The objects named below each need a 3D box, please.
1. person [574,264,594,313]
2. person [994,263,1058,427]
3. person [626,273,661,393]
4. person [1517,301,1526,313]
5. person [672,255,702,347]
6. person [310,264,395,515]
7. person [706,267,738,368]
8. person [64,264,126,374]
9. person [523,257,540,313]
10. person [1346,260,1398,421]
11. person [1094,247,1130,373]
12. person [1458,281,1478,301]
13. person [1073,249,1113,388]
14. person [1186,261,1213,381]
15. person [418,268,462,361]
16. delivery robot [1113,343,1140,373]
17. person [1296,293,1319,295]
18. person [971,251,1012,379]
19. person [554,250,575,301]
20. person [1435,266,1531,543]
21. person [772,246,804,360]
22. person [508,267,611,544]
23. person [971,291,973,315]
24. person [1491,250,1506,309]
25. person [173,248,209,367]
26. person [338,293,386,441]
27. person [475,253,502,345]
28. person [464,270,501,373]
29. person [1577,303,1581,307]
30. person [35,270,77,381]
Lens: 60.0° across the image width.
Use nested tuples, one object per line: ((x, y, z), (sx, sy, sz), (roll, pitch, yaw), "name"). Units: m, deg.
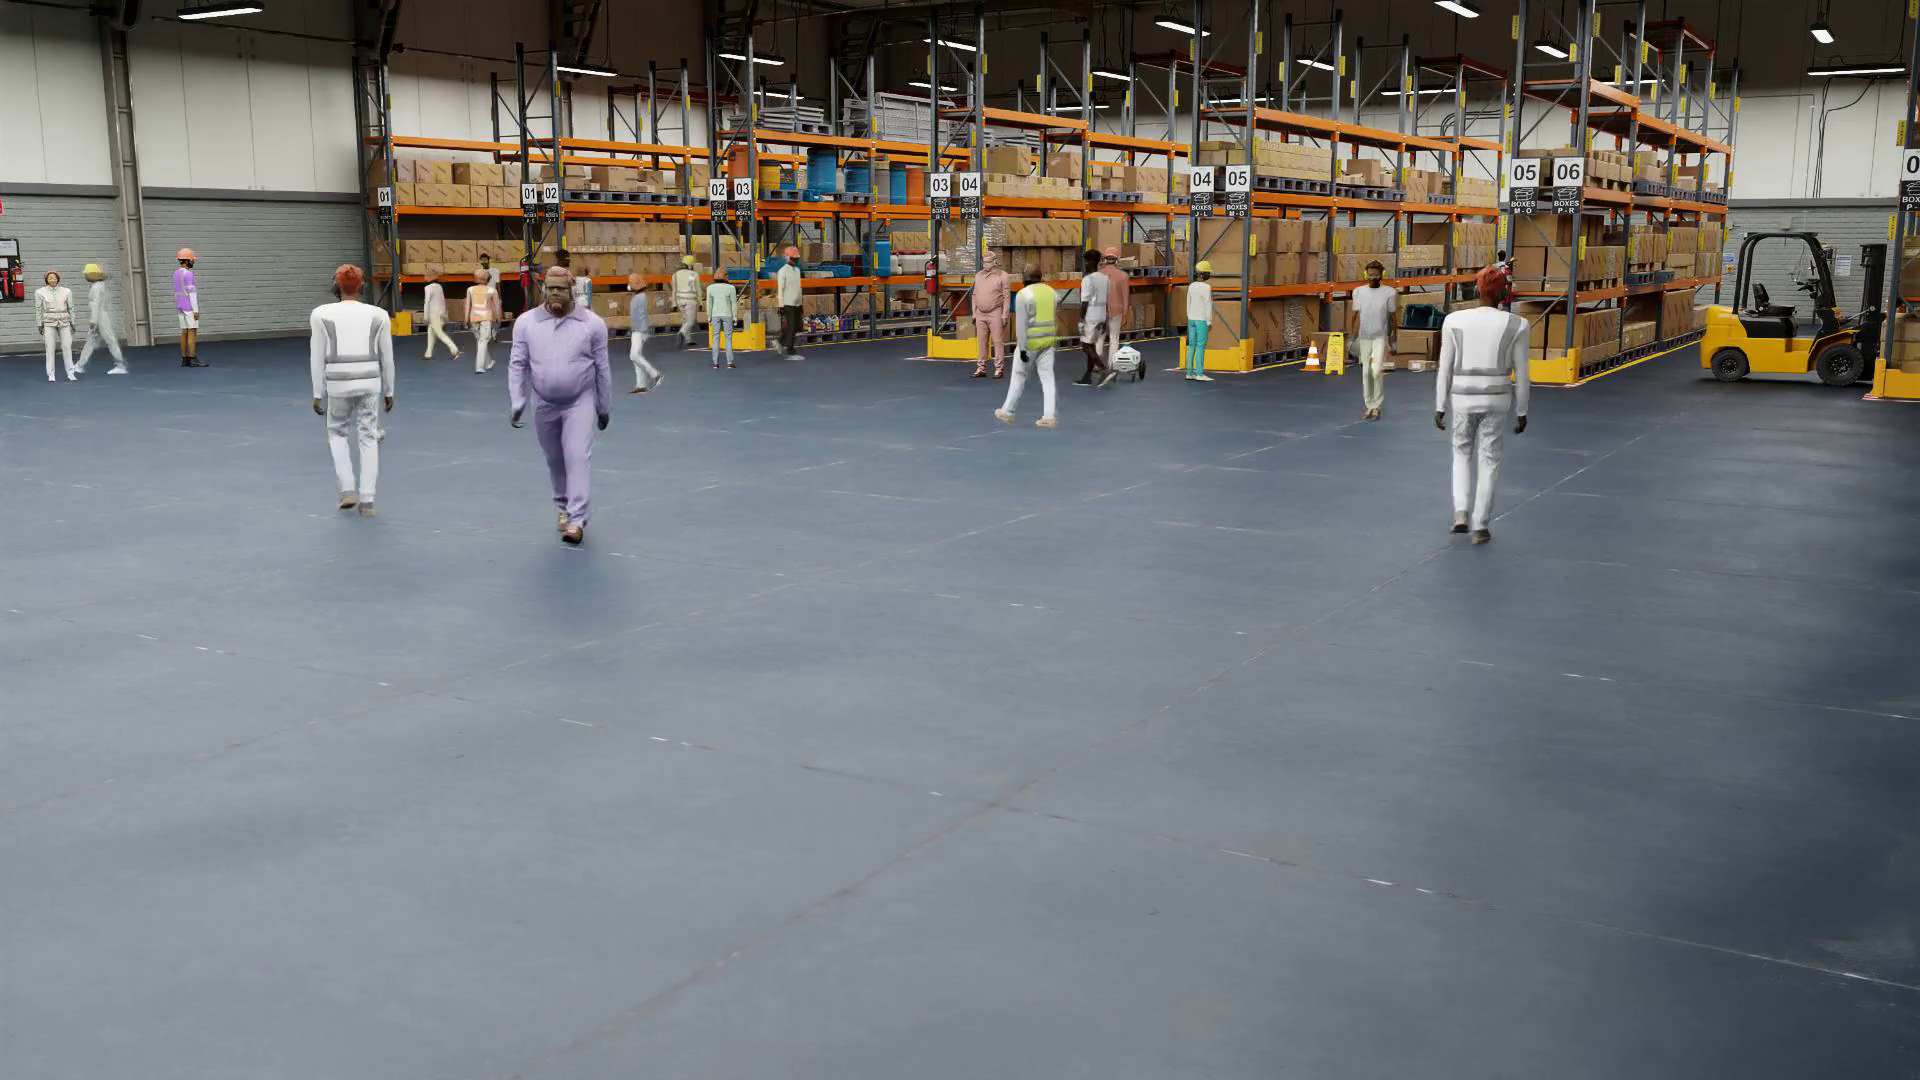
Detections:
((-7.599, -4.762, 33.604), (0.524, 1.594, 0.859), (6, 12, 31), "person")
((0.754, -2.169, 18.504), (0.625, 1.798, 0.924), (-8, 13, -36), "person")
((-4.322, -2.777, 22.418), (0.398, 1.616, 0.517), (-5, 11, -24), "person")
((14.501, -6.554, 42.686), (0.354, 1.937, 0.635), (5, 11, 24), "person")
((-5.328, -4.627, 32.278), (0.595, 1.803, 0.720), (4, 11, 23), "person")
((-4.546, -1.124, 12.474), (0.602, 1.862, 0.561), (-5, 11, -27), "person")
((-3.852, -3.595, 26.966), (0.507, 1.633, 0.276), (1, 10, 7), "person")
((-13.401, -3.405, 25.693), (0.873, 1.693, 0.508), (-5, 11, -28), "person")
((-9.400, -5.336, 36.441), (0.524, 1.728, 0.872), (7, 13, 36), "person")
((4.725, -2.286, 19.101), (0.503, 1.830, 0.728), (6, 12, 28), "person")
((2.265, -3.461, 25.285), (0.622, 1.965, 0.646), (3, 10, 14), "person")
((13.020, -6.591, 42.606), (0.536, 2.000, 0.688), (9, 14, 41), "person")
((1.883, -3.124, 23.448), (0.667, 1.957, 0.646), (7, 13, 36), "person")
((3.552, -3.226, 24.527), (0.326, 1.767, 0.533), (-5, 11, -27), "person")
((-8.974, -3.867, 28.599), (0.806, 1.602, 0.509), (2, 10, 9), "person")
((2.457, -2.665, 24.515), (0.477, 0.478, 0.707), (2, 10, 12), "delivery robot")
((7.592, -5.546, 36.785), (0.648, 2.023, 0.585), (4, 11, 23), "person")
((0.446, -3.373, 24.977), (0.639, 1.902, 0.407), (6, 12, 31), "person")
((-7.351, -4.468, 31.114), (0.644, 1.894, 0.614), (1, 10, 5), "person")
((3.547, -0.910, 11.268), (0.600, 1.864, 0.434), (5, 11, 25), "person")
((-2.992, -4.101, 28.837), (0.598, 1.972, 0.633), (4, 11, 24), "person")
((-2.739, -0.927, 11.411), (0.649, 1.861, 0.982), (0, 10, -2), "person")
((0.471, -4.833, 33.765), (0.539, 1.678, 0.648), (5, 11, 24), "person")
((12.842, -5.944, 39.500), (0.514, 1.860, 0.325), (3, 11, 17), "person")
((-12.616, -3.795, 27.232), (0.552, 1.937, 0.356), (8, 13, 39), "person")
((-6.121, -1.771, 16.704), (0.536, 1.648, 0.861), (1, 10, 4), "person")
((-9.428, -4.828, 33.311), (0.518, 1.842, 0.833), (-2, 10, -13), "person")
((-7.461, -3.426, 26.122), (0.530, 1.584, 0.872), (2, 10, 10), "person")
((13.496, -5.426, 36.726), (0.584, 1.811, 0.883), (2, 10, 13), "person")
((-13.298, -3.148, 24.471), (0.516, 1.635, 0.312), (-8, 13, -39), "person")
